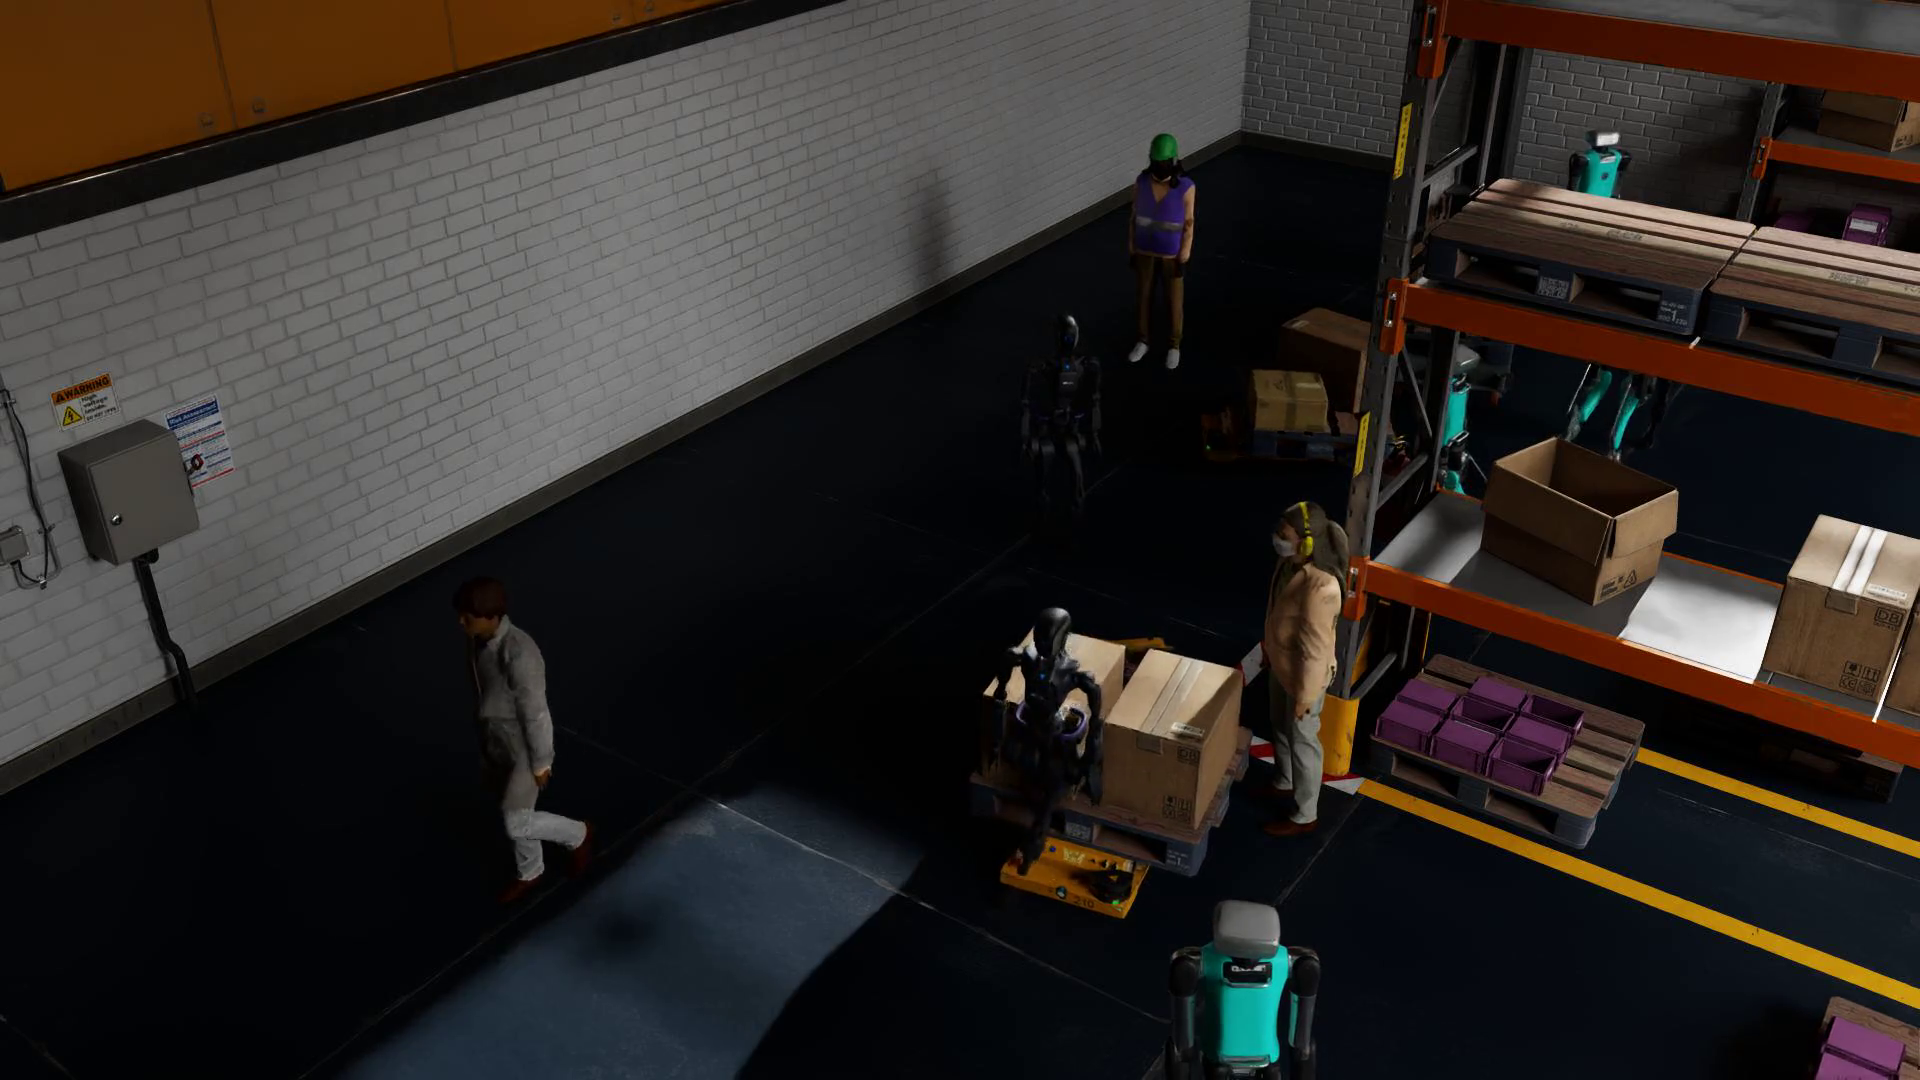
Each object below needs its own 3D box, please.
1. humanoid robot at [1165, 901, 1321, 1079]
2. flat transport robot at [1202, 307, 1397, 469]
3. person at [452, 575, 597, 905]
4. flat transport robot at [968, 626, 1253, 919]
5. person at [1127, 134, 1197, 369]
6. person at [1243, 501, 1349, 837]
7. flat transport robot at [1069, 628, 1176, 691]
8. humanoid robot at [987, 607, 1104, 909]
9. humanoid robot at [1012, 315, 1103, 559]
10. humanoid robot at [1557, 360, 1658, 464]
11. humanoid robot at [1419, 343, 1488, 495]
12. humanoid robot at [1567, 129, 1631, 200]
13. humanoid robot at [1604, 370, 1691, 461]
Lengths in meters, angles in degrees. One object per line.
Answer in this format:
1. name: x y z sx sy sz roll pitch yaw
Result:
1. humanoid robot: 0.988 2.216 5.751 0.543 1.759 1.016 1 30 1
2. flat transport robot: 2.541 -0.785 12.402 1.431 0.231 0.659 2 30 4
3. person: -2.094 0.950 7.840 0.527 1.816 0.481 25 38 36
4. flat transport robot: 0.781 1.374 8.656 0.659 0.231 1.431 13 32 21
5. person: 1.620 -2.346 13.454 0.536 1.928 0.426 12 32 20
6. person: 1.690 0.642 8.333 0.392 1.867 0.554 -4 30 -7
7. flat transport robot: 0.979 0.956 9.381 0.659 0.231 1.431 -3 30 -6
8. humanoid robot: 0.428 0.977 8.011 0.602 1.627 0.809 14 33 23
9. humanoid robot: 0.640 -0.665 10.785 0.600 1.643 0.570 -7 31 -11
10. humanoid robot: 4.434 -1.021 11.391 0.531 1.793 0.828 20 36 31
11. humanoid robot: 3.077 -0.298 10.107 0.879 1.784 0.556 24 38 35
12. humanoid robot: 5.256 -2.658 14.231 0.546 1.830 0.645 -5 30 -8
13. humanoid robot: 5.014 -1.356 12.003 0.598 1.647 0.601 17 34 27
